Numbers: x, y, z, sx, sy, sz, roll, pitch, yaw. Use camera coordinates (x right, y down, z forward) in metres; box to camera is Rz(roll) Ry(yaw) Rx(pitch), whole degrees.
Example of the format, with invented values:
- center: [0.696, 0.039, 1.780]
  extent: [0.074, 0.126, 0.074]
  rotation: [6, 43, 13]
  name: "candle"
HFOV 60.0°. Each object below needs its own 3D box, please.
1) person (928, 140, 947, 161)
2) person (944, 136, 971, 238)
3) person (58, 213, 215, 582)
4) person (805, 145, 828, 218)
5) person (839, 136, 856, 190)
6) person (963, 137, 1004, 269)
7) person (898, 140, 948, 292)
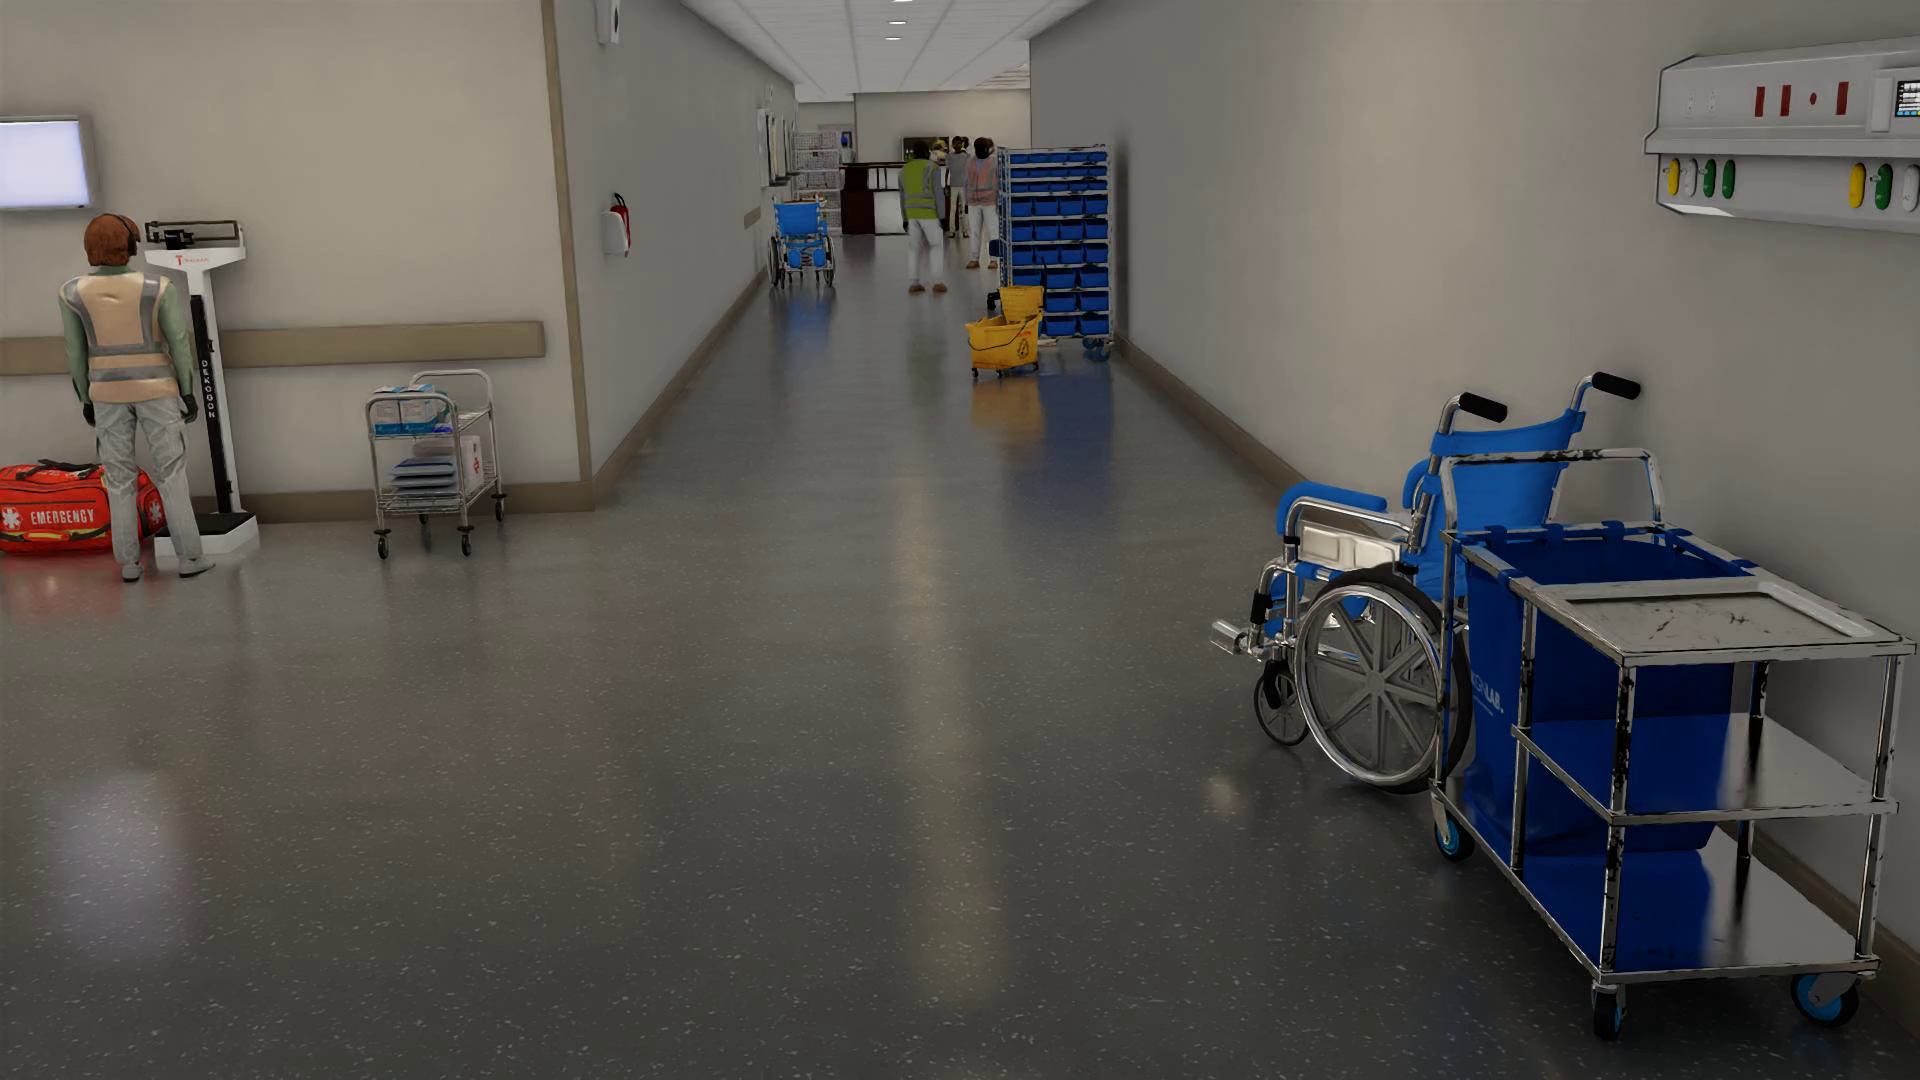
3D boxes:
- center: [-0.506, -8.536, 39.289]
  extent: [0.663, 1.780, 0.420]
  rotation: [-13, 18, -38]
  name: "person"
- center: [-0.025, -6.508, 30.706]
  extent: [0.534, 1.864, 0.309]
  rotation: [-1, 14, 1]
  name: "person"
- center: [-3.669, -0.622, 7.410]
  extent: [0.513, 1.641, 0.307]
  rotation: [-4, 14, -10]
  name: "person"
- center: [-3.478, -8.695, 40.354]
  extent: [0.563, 1.742, 0.361]
  rotation: [-3, 14, -4]
  name: "person"
- center: [-3.193, -10.345, 46.701]
  extent: [0.625, 1.930, 0.434]
  rotation: [-4, 14, -10]
  name: "person"
- center: [0.326, -4.766, 23.565]
  extent: [0.619, 1.838, 0.430]
  rotation: [4, 15, 23]
  name: "person"
- center: [-0.445, -3.921, 20.210]
  extent: [0.640, 1.823, 0.431]
  rotation: [8, 17, 34]
  name: "person"
